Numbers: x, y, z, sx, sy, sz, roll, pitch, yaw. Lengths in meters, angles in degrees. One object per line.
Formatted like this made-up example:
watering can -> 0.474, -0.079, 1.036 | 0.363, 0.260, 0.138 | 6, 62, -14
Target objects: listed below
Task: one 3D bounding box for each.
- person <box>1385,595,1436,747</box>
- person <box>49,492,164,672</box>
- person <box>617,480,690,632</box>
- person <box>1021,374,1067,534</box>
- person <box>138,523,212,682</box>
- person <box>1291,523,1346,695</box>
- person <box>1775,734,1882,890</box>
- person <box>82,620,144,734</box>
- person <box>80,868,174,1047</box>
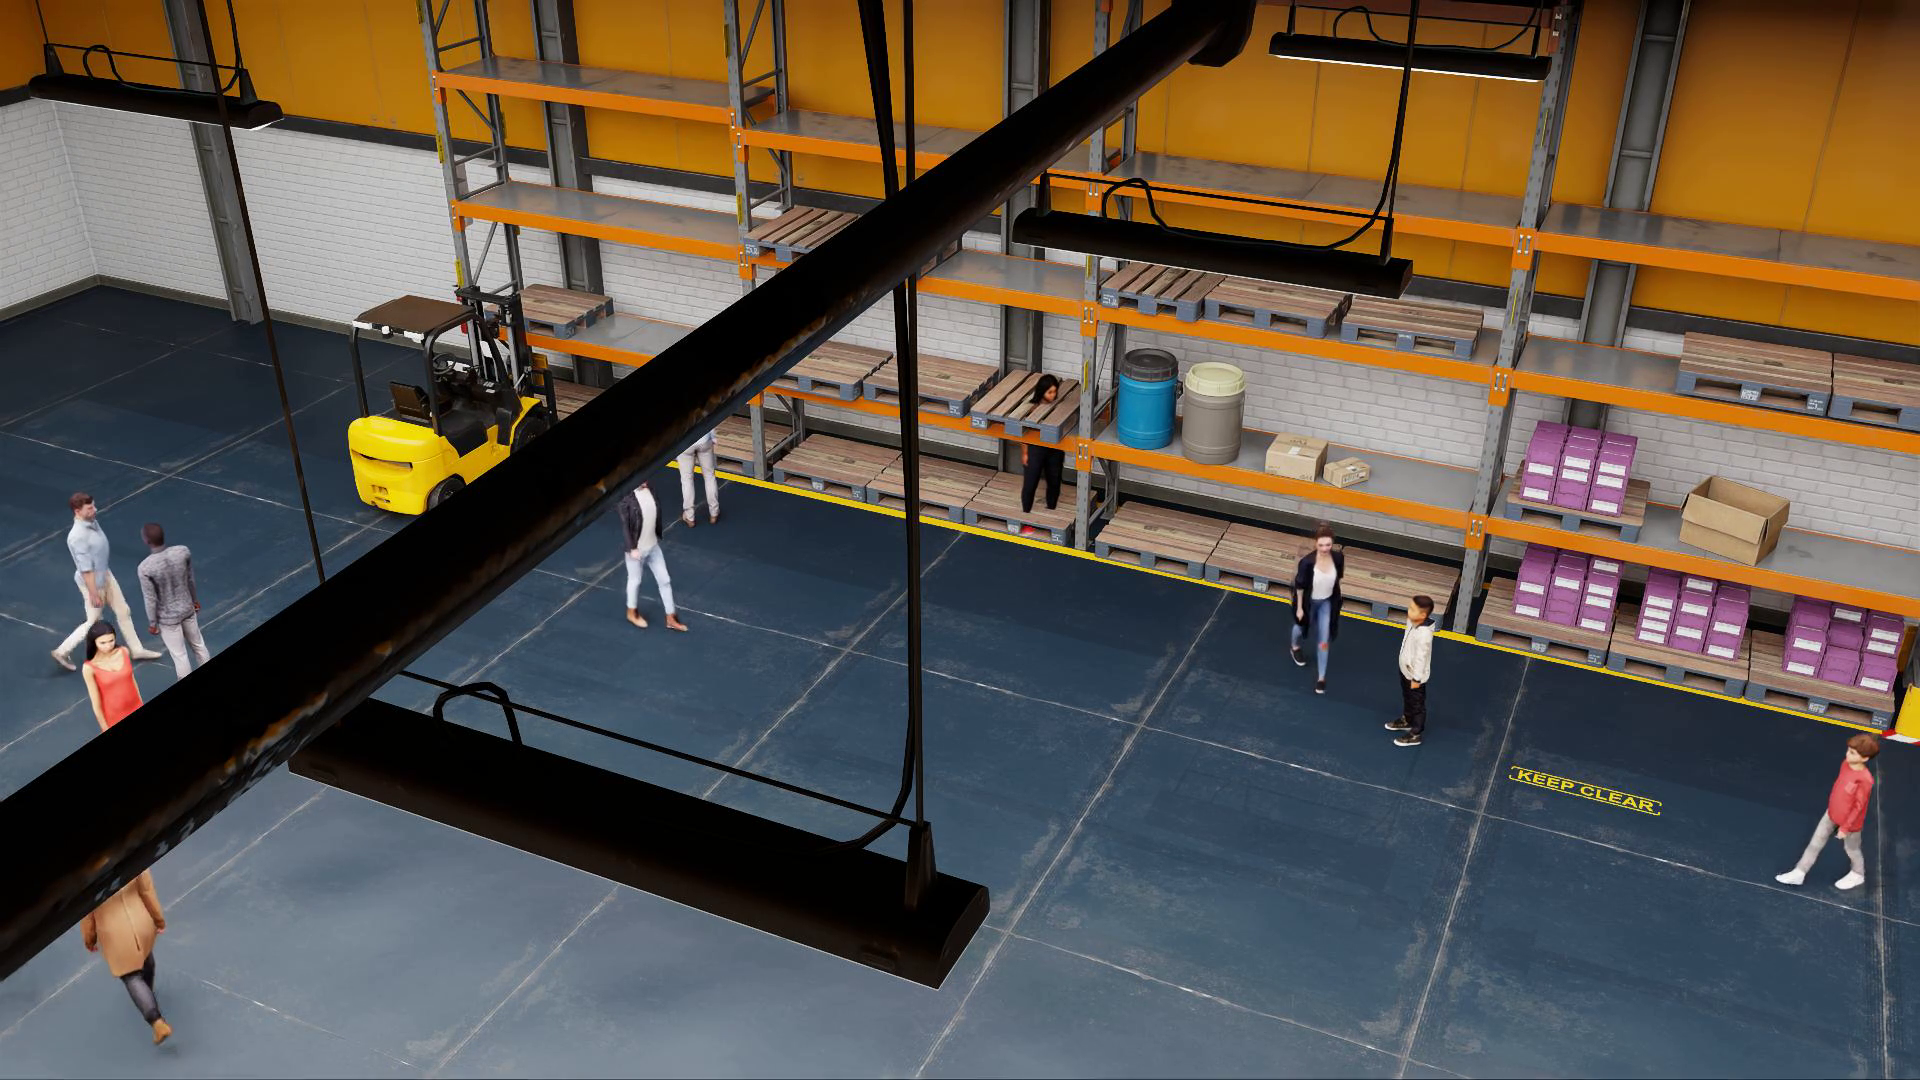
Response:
person -> 3.978, 1.113, 14.500 | 0.656, 1.452, 0.647 | -3, 29, -5
person -> -8.110, 0.406, 15.415 | 1.243, 1.817, 1.079 | -5, 29, -9
person -> -3.145, 0.031, 16.106 | 1.044, 1.813, 0.824 | 23, 36, 36
person -> 0.899, -0.956, 17.916 | 0.771, 1.813, 0.838 | -9, 30, -15
person -> -7.036, 0.658, 14.929 | 0.550, 1.838, 0.683 | 14, 32, 24
person -> 3.259, 0.543, 15.355 | 1.147, 1.634, 1.047 | -4, 29, -8
person -> 6.843, 2.116, 12.728 | 0.996, 1.386, 0.857 | -5, 29, -8
person -> -6.893, 1.420, 13.655 | 0.511, 1.721, 0.581 | 13, 31, 23
person -> -5.670, 2.688, 11.357 | 1.188, 1.696, 0.916 | 25, 37, 38
